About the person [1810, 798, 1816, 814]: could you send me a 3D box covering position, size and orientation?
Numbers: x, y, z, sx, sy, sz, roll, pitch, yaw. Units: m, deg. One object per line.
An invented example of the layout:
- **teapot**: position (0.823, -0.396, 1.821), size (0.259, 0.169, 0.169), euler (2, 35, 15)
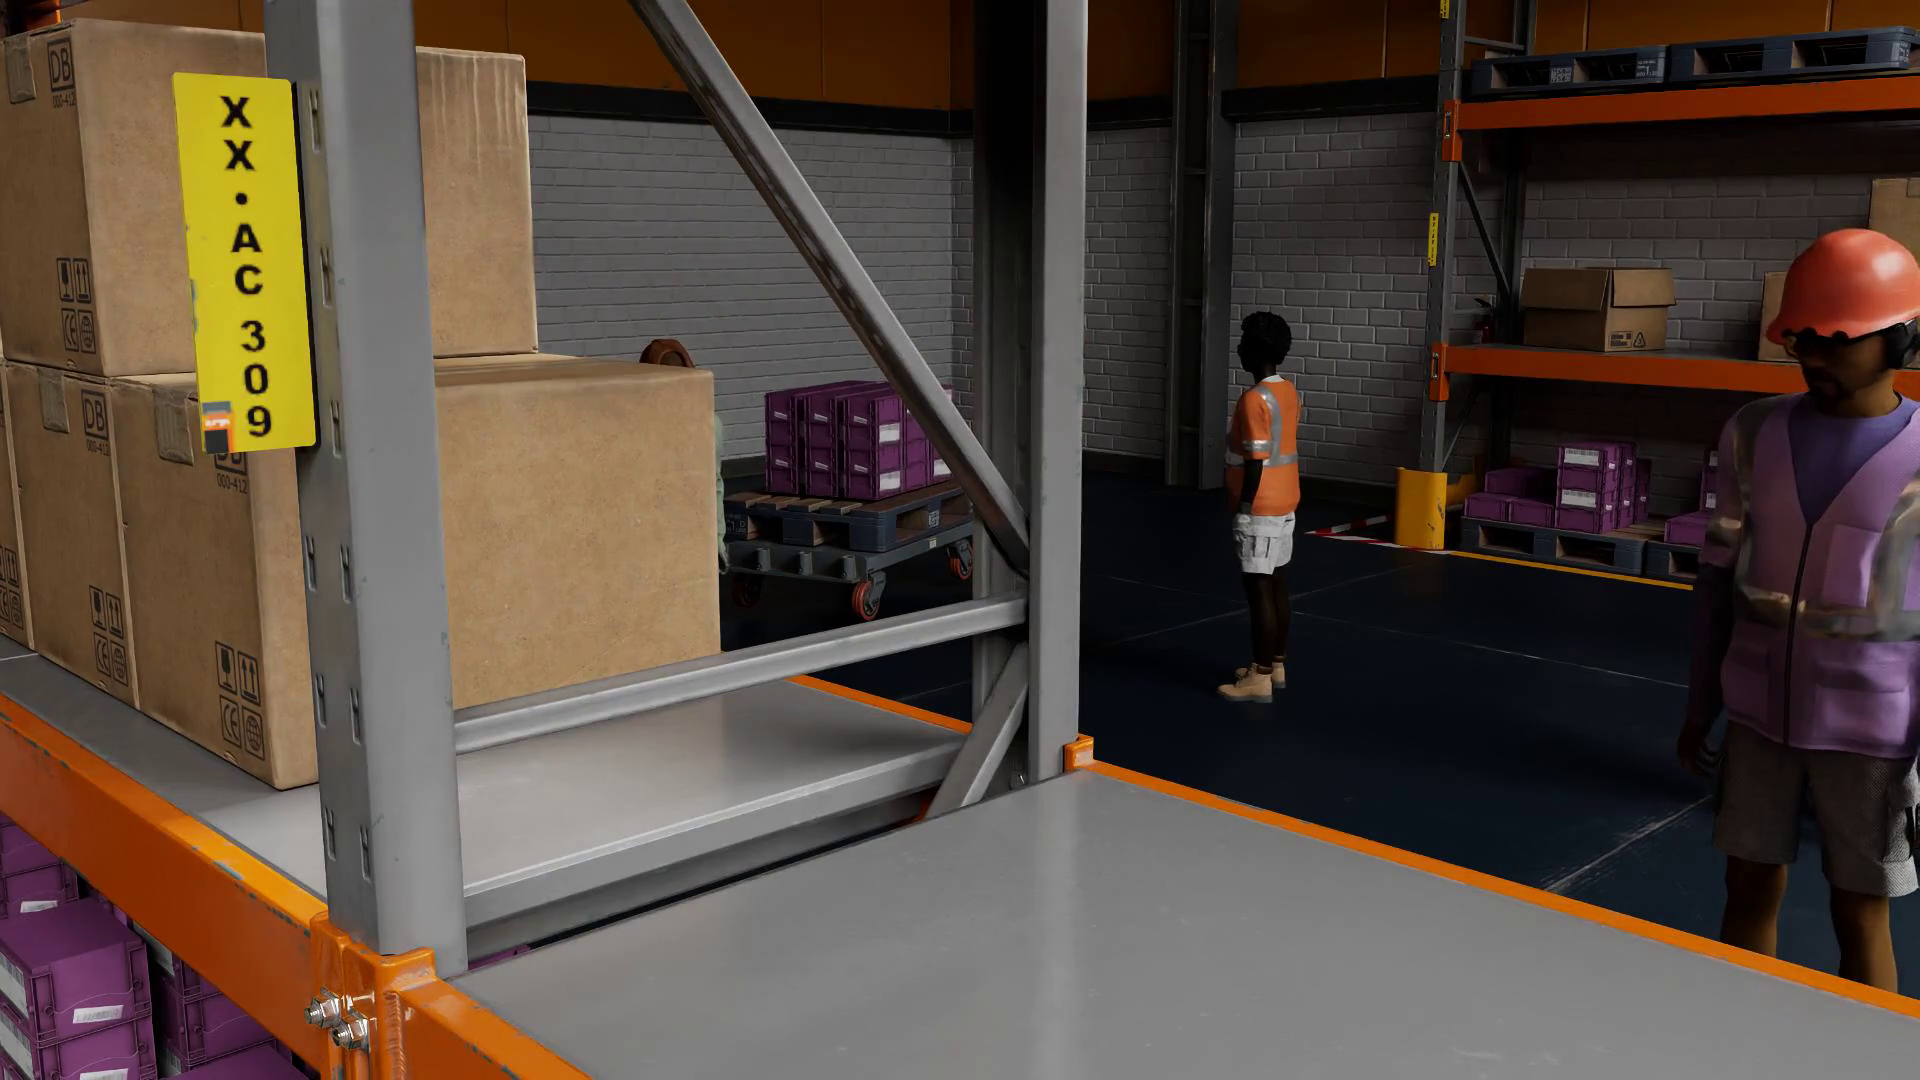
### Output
- **person**: position (3.170, 0.184, 5.315), size (0.602, 1.753, 0.962), euler (-4, 11, -20)

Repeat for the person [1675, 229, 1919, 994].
- **person**: position (1.795, 0.381, 3.487), size (0.392, 2.033, 0.605), euler (-8, 13, -36)

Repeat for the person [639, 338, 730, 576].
- **person**: position (-1.127, 0.037, 6.449), size (0.501, 1.633, 0.284), euler (-7, 13, -35)

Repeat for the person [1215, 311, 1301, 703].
- **person**: position (1.311, -0.142, 7.260), size (0.316, 1.696, 0.540), euler (5, 12, 26)
